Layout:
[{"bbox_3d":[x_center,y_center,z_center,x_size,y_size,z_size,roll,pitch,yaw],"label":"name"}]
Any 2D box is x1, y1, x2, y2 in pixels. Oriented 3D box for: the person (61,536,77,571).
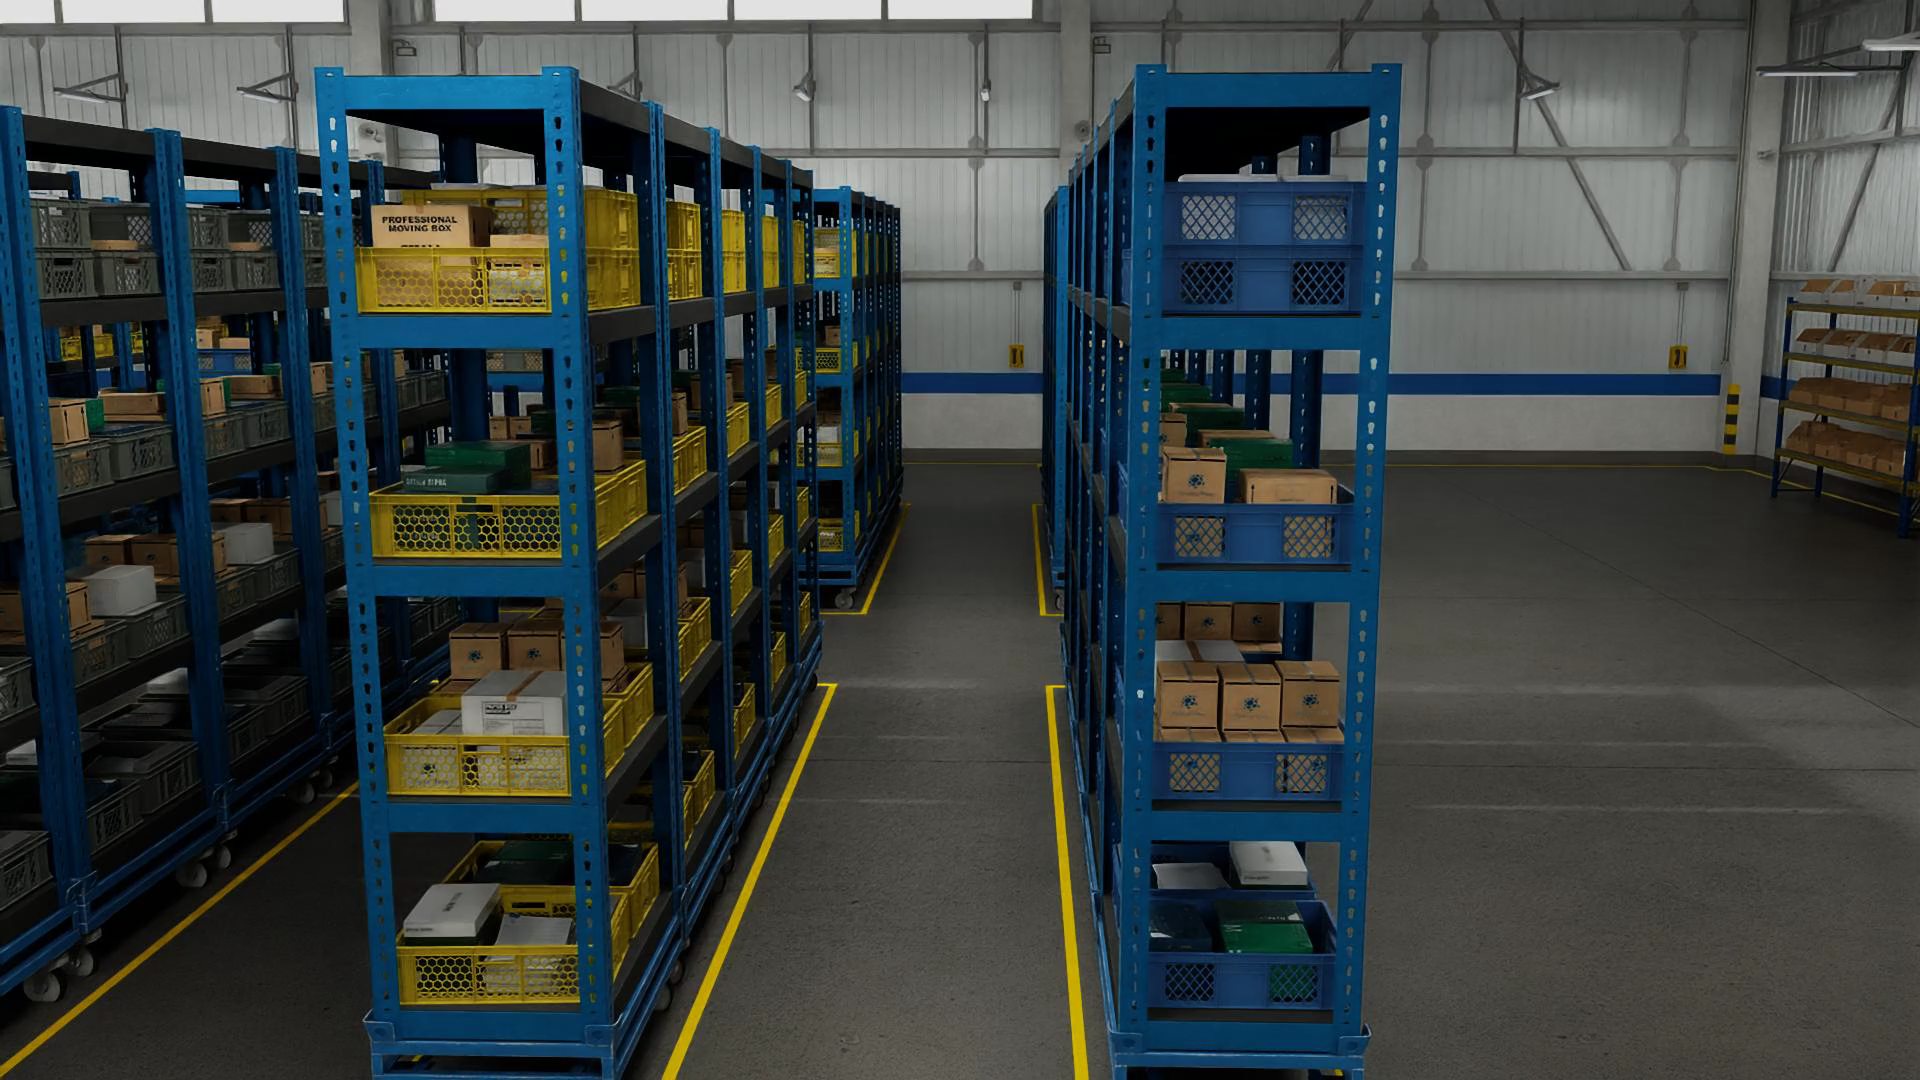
[{"bbox_3d":[-7.492,-0.222,13.787,0.433,1.830,0.575,1,10,4],"label":"person"}]
